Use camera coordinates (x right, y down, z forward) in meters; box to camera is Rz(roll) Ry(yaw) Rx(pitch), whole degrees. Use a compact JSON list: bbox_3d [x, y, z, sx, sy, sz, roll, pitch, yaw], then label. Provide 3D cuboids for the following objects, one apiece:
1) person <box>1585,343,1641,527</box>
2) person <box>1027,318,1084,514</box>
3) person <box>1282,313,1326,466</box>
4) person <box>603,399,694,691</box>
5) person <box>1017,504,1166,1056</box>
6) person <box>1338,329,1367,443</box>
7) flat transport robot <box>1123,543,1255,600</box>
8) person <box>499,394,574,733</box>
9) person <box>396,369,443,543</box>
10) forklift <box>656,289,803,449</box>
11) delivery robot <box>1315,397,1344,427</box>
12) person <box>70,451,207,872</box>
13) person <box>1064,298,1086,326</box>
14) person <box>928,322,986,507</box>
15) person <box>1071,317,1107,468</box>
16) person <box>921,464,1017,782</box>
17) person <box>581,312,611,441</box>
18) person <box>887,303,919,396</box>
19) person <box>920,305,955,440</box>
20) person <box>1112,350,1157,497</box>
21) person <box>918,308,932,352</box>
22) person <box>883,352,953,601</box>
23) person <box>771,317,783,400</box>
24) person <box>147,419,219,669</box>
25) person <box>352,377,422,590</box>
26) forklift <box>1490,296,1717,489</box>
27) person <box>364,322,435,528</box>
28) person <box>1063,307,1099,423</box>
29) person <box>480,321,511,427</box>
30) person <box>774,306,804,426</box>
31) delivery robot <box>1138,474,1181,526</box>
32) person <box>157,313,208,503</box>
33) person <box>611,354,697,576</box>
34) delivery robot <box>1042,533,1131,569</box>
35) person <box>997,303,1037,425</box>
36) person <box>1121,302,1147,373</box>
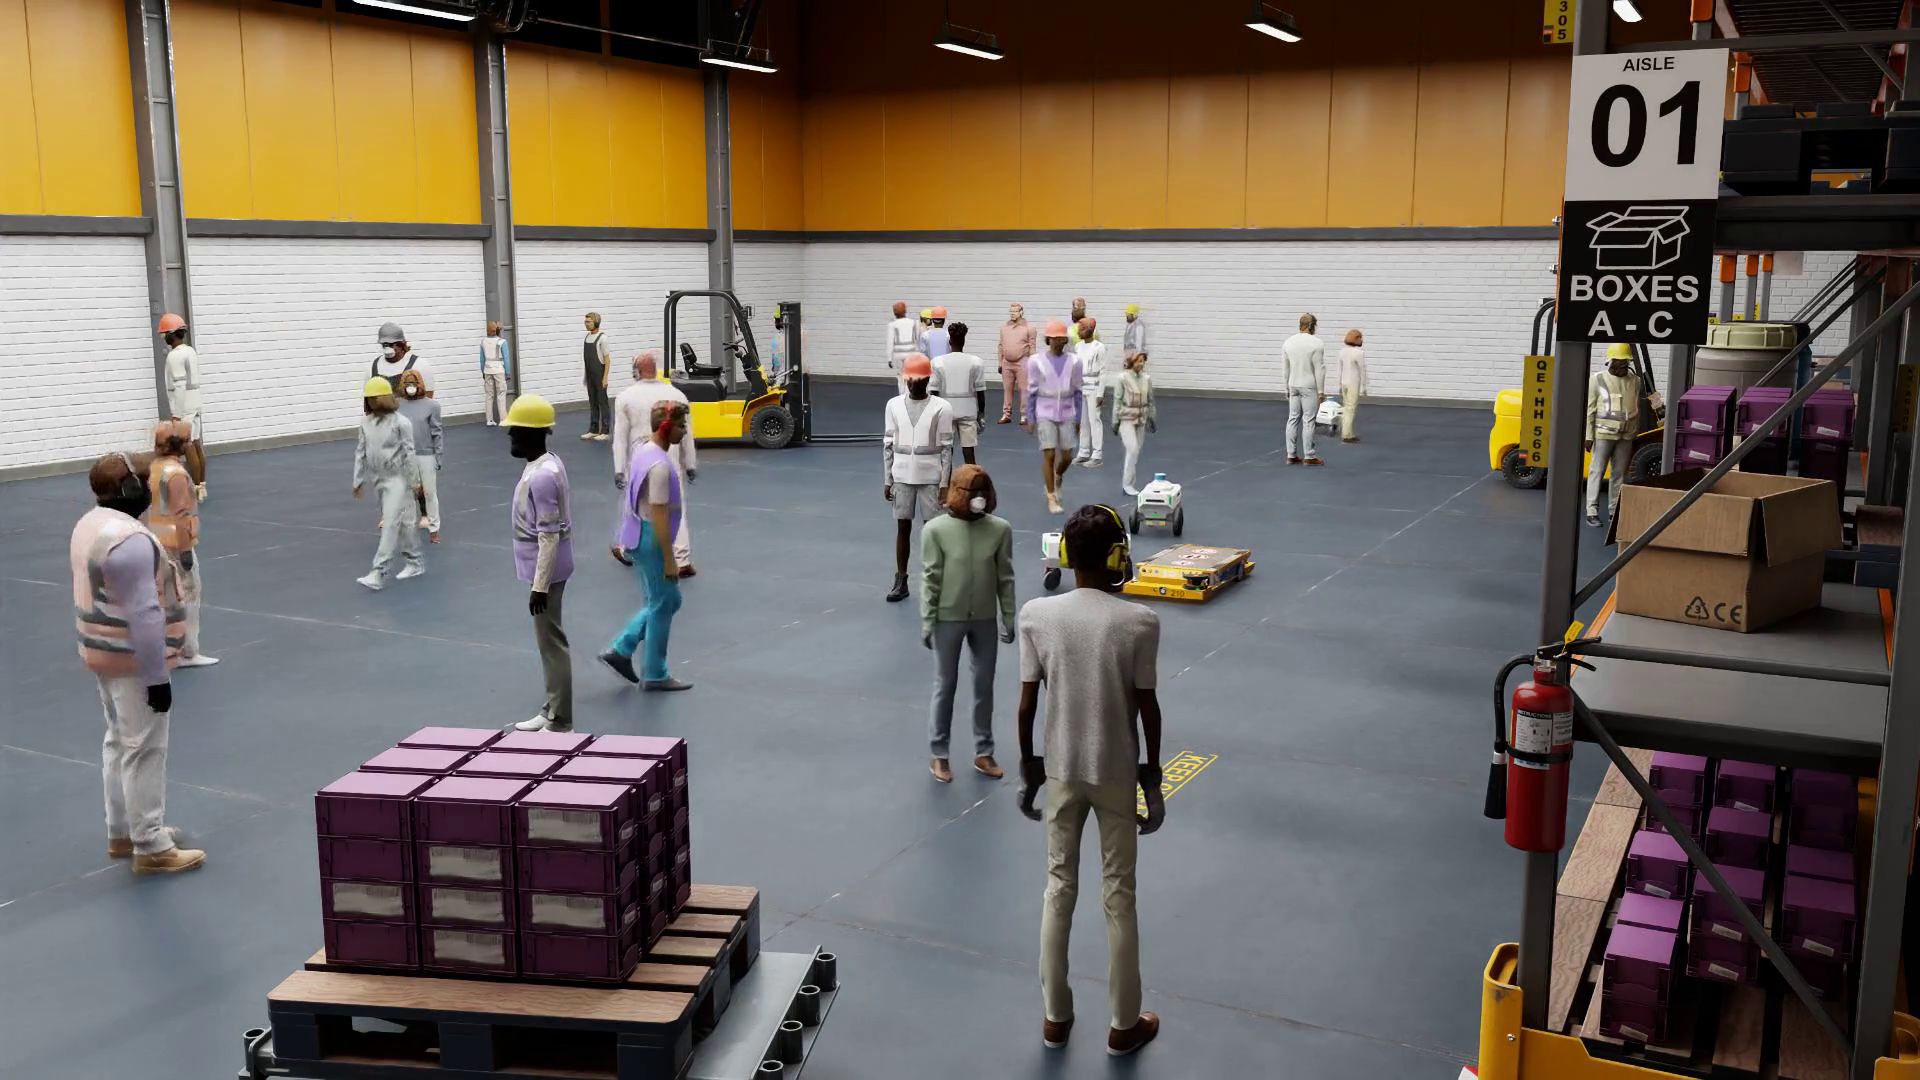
[{"bbox_3d":[6.428,-1.041,16.362,0.600,1.828,0.404,-2,10,-12],"label":"person"},{"bbox_3d":[0.977,-1.295,17.272,0.614,2.026,0.602,-2,10,-11],"label":"person"},{"bbox_3d":[4.355,-1.898,21.032,0.372,1.934,0.627,-8,13,-40],"label":"person"},{"bbox_3d":[-1.864,0.051,10.095,0.487,1.816,0.589,-2,10,-13],"label":"person"},{"bbox_3d":[0.441,0.803,5.596,0.519,1.865,0.331,4,10,20],"label":"person"},{"bbox_3d":[5.563,-2.182,23.570,0.320,1.634,0.502,-4,11,-23],"label":"person"},{"bbox_3d":[1.874,0.241,13.452,0.652,0.197,1.431,5,11,25],"label":"flat transport robot"},{"bbox_3d":[-2.295,0.164,9.100,0.362,1.930,0.585,-3,10,-15],"label":"person"},{"bbox_3d":[-5.034,-0.769,15.390,0.501,1.628,0.286,-1,10,-5],"label":"person"},{"bbox_3d":[-3.358,-2.392,23.136,2.313,2.155,1.214,-1,10,-5],"label":"forklift"},{"bbox_3d":[5.469,-1.879,24.633,0.477,0.478,0.707,-4,11,-22],"label":"delivery robot"},{"bbox_3d":[-3.591,0.536,7.247,0.430,1.833,0.661,-8,13,-40],"label":"person"},{"bbox_3d":[2.055,-3.223,28.767,0.410,1.913,0.642,6,11,29],"label":"person"},{"bbox_3d":[-0.033,-1.321,17.590,0.618,1.964,0.361,-1,10,-4],"label":"person"},{"bbox_3d":[1.615,-1.854,20.921,0.337,1.881,0.583,-6,12,-32],"label":"person"},{"bbox_3d":[0.045,0.418,8.485,0.515,1.628,0.294,-3,10,-19],"label":"person"},{"bbox_3d":[-5.223,-2.343,23.858,0.505,1.847,0.347,8,13,40],"label":"person"},{"bbox_3d":[-0.939,-3.142,28.516,0.680,1.843,0.614,-3,10,-18],"label":"person"},{"bbox_3d":[-0.299,-2.382,23.806,0.545,1.942,0.354,1,10,4],"label":"person"},{"bbox_3d":[1.947,-1.283,18.354,0.538,1.620,0.500,-7,12,-37],"label":"person"},{"bbox_3d":[-0.575,-2.991,27.851,0.317,1.765,0.522,-1,10,-5],"label":"person"},{"bbox_3d":[-0.331,-0.476,12.796,0.544,1.935,0.361,2,10,12],"label":"person"},{"bbox_3d":[-2.928,-2.893,27.477,0.529,1.694,0.321,9,13,43],"label":"person"},{"bbox_3d":[-5.071,0.035,10.716,0.422,1.621,0.536,-8,12,-38],"label":"person"},{"bbox_3d":[-4.661,-0.468,13.441,0.510,1.690,0.912,4,11,22],"label":"person"},{"bbox_3d":[7.296,-1.677,18.993,2.313,2.155,1.214,5,11,27],"label":"forklift"},{"bbox_3d":[-5.475,-1.117,16.200,0.691,2.000,0.537,0,10,3],"label":"person"},{"bbox_3d":[1.871,-2.747,26.248,0.648,1.827,0.449,-1,10,-8],"label":"person"},{"bbox_3d":[-7.186,-2.565,25.745,0.523,1.638,0.310,4,11,21],"label":"person"},{"bbox_3d":[-2.695,-2.619,25.292,0.868,1.891,0.605,-6,11,-31],"label":"person"},{"bbox_3d":[1.927,-0.398,16.060,0.477,0.478,0.707,2,10,14],"label":"delivery robot"},{"bbox_3d":[-8.365,-1.406,17.875,0.394,2.040,0.609,-2,10,-9],"label":"person"},{"bbox_3d":[-2.578,-0.633,14.008,0.720,1.836,1.038,-5,11,-26],"label":"person"},{"bbox_3d":[1.016,0.067,13.369,0.707,0.478,0.477,1,10,5],"label":"delivery robot"},{"bbox_3d":[0.872,-2.763,26.115,0.638,1.910,0.407,5,11,26],"label":"person"},{"bbox_3d":[3.095,-3.316,29.579,0.436,1.808,0.612,-3,10,-15],"label":"person"}]
